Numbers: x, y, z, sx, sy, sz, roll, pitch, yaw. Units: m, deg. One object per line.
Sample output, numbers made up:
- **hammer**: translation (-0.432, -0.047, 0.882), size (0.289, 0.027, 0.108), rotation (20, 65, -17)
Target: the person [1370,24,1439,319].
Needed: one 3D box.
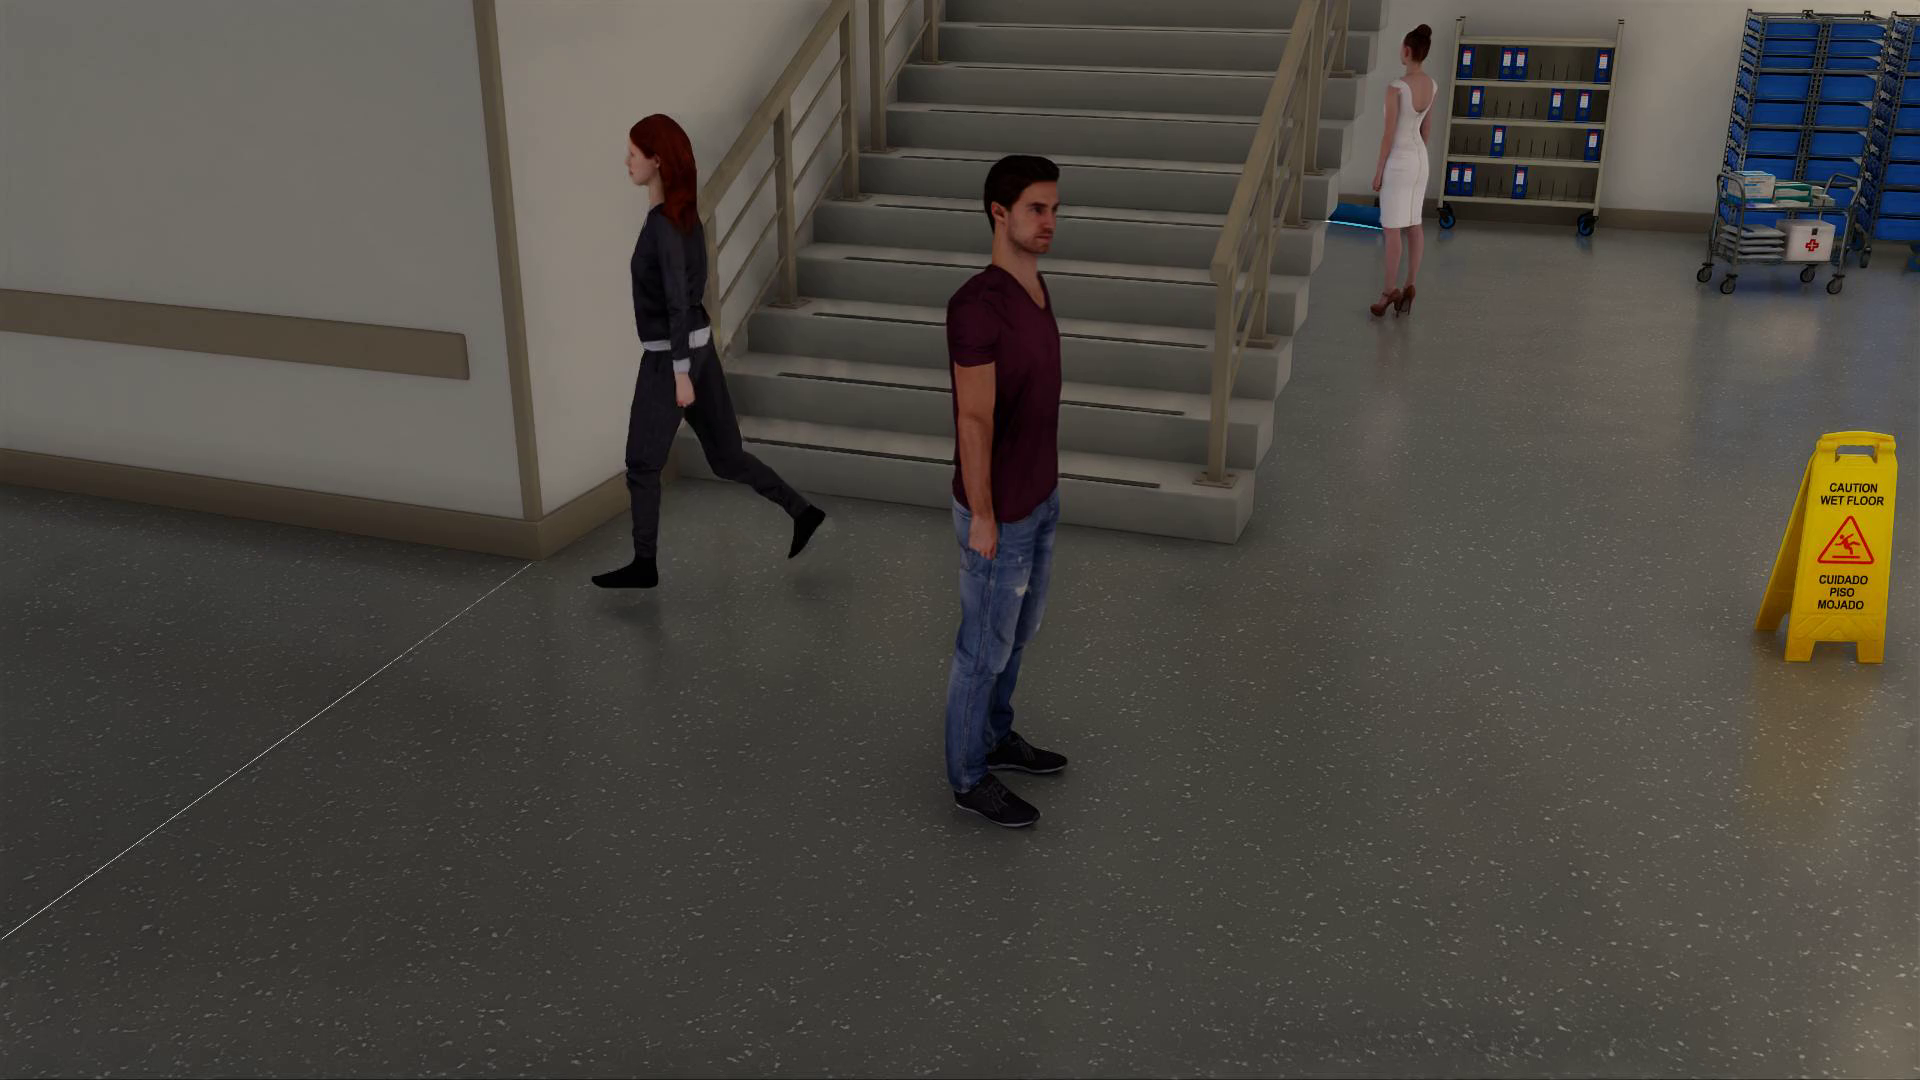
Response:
- **person**: translation (2.782, -2.292, 10.390), size (0.596, 1.793, 0.686), rotation (-13, 24, -30)

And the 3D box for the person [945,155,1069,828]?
- **person**: translation (0.128, -0.139, 4.626), size (0.702, 1.850, 0.464), rotation (7, 22, 19)

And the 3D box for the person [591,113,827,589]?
- **person**: translation (-0.937, -0.636, 6.078), size (0.959, 1.750, 1.132), rotation (-1, 21, -2)
